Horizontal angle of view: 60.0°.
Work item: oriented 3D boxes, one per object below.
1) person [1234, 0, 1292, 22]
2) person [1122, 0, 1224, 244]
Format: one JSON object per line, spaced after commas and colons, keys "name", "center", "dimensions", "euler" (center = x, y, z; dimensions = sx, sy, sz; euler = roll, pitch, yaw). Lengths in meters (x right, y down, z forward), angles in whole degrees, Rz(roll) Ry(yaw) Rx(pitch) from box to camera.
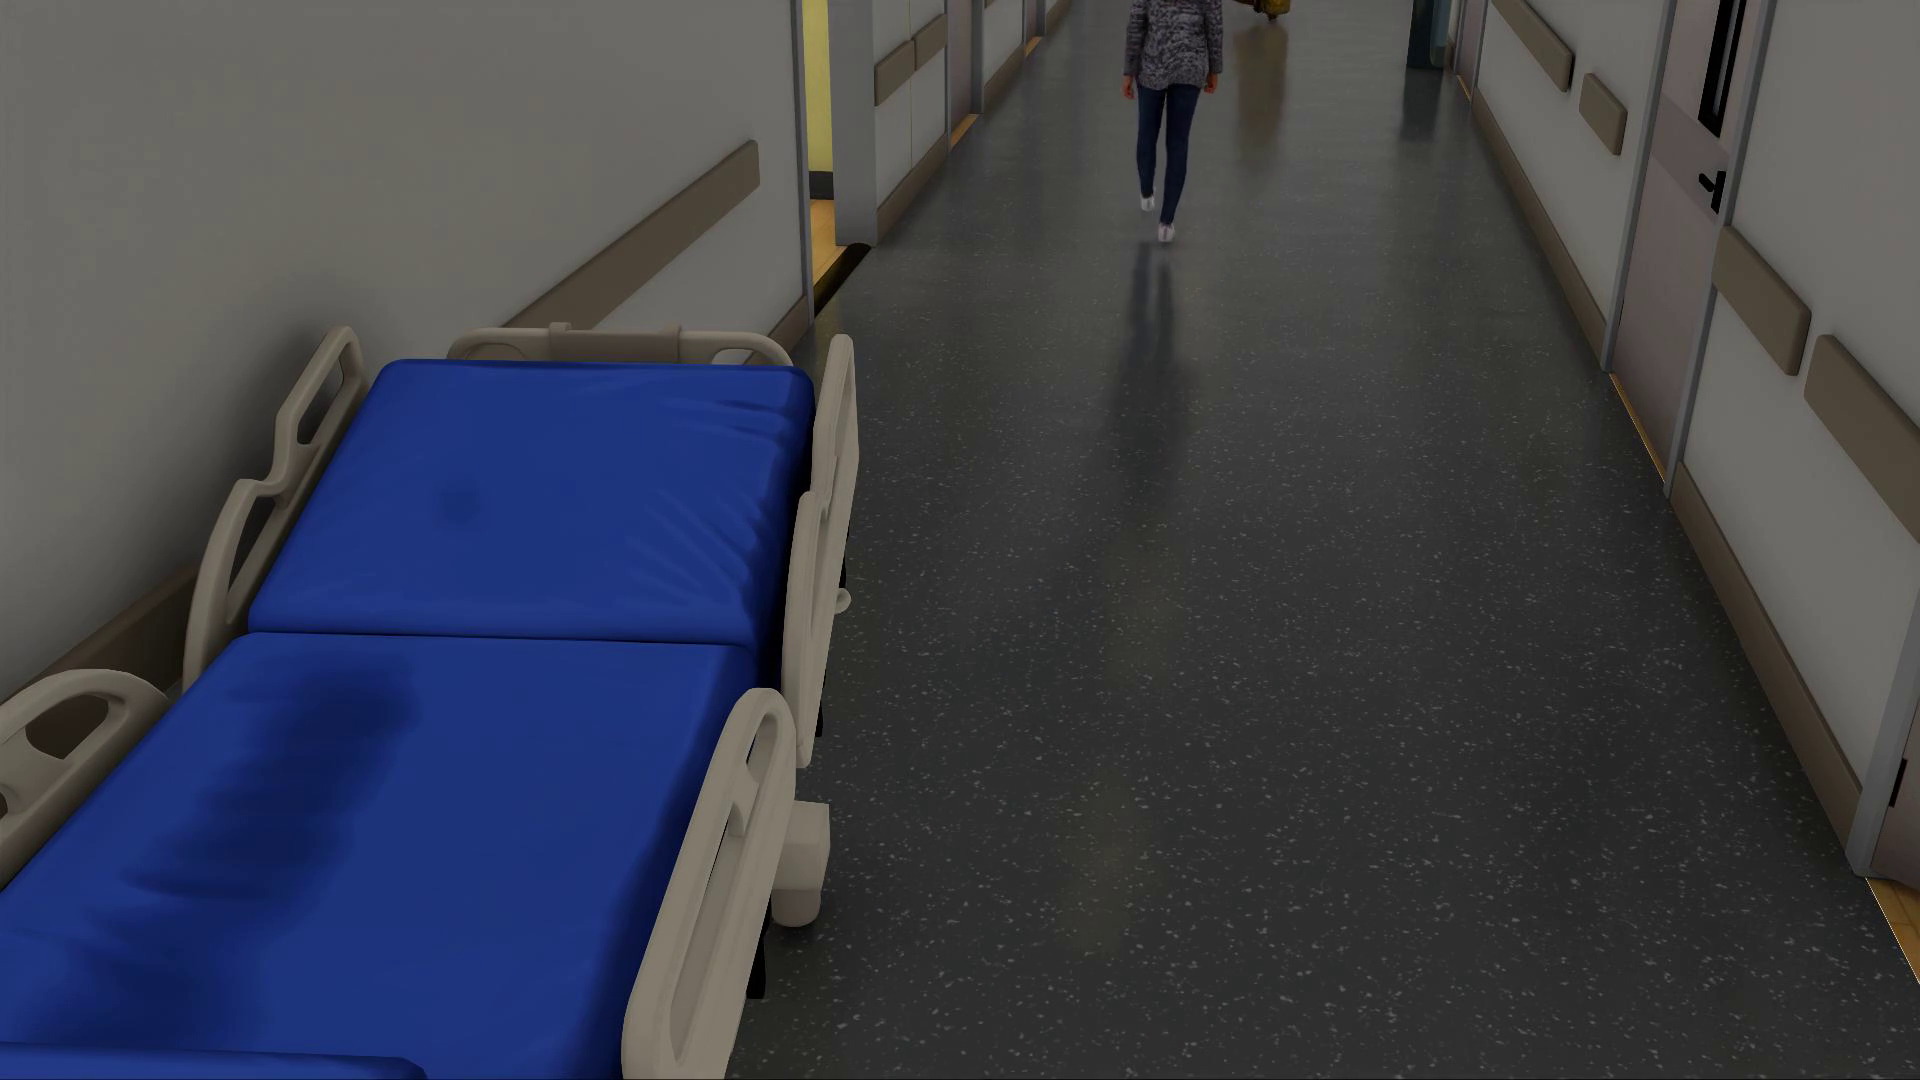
{"name": "person", "center": [2.899, -5.678, 15.437], "dimensions": [0.774, 1.648, 0.900], "euler": [10, 28, 20]}
{"name": "person", "center": [1.074, -2.382, 8.545], "dimensions": [0.972, 1.698, 0.739], "euler": [5, 26, 11]}
